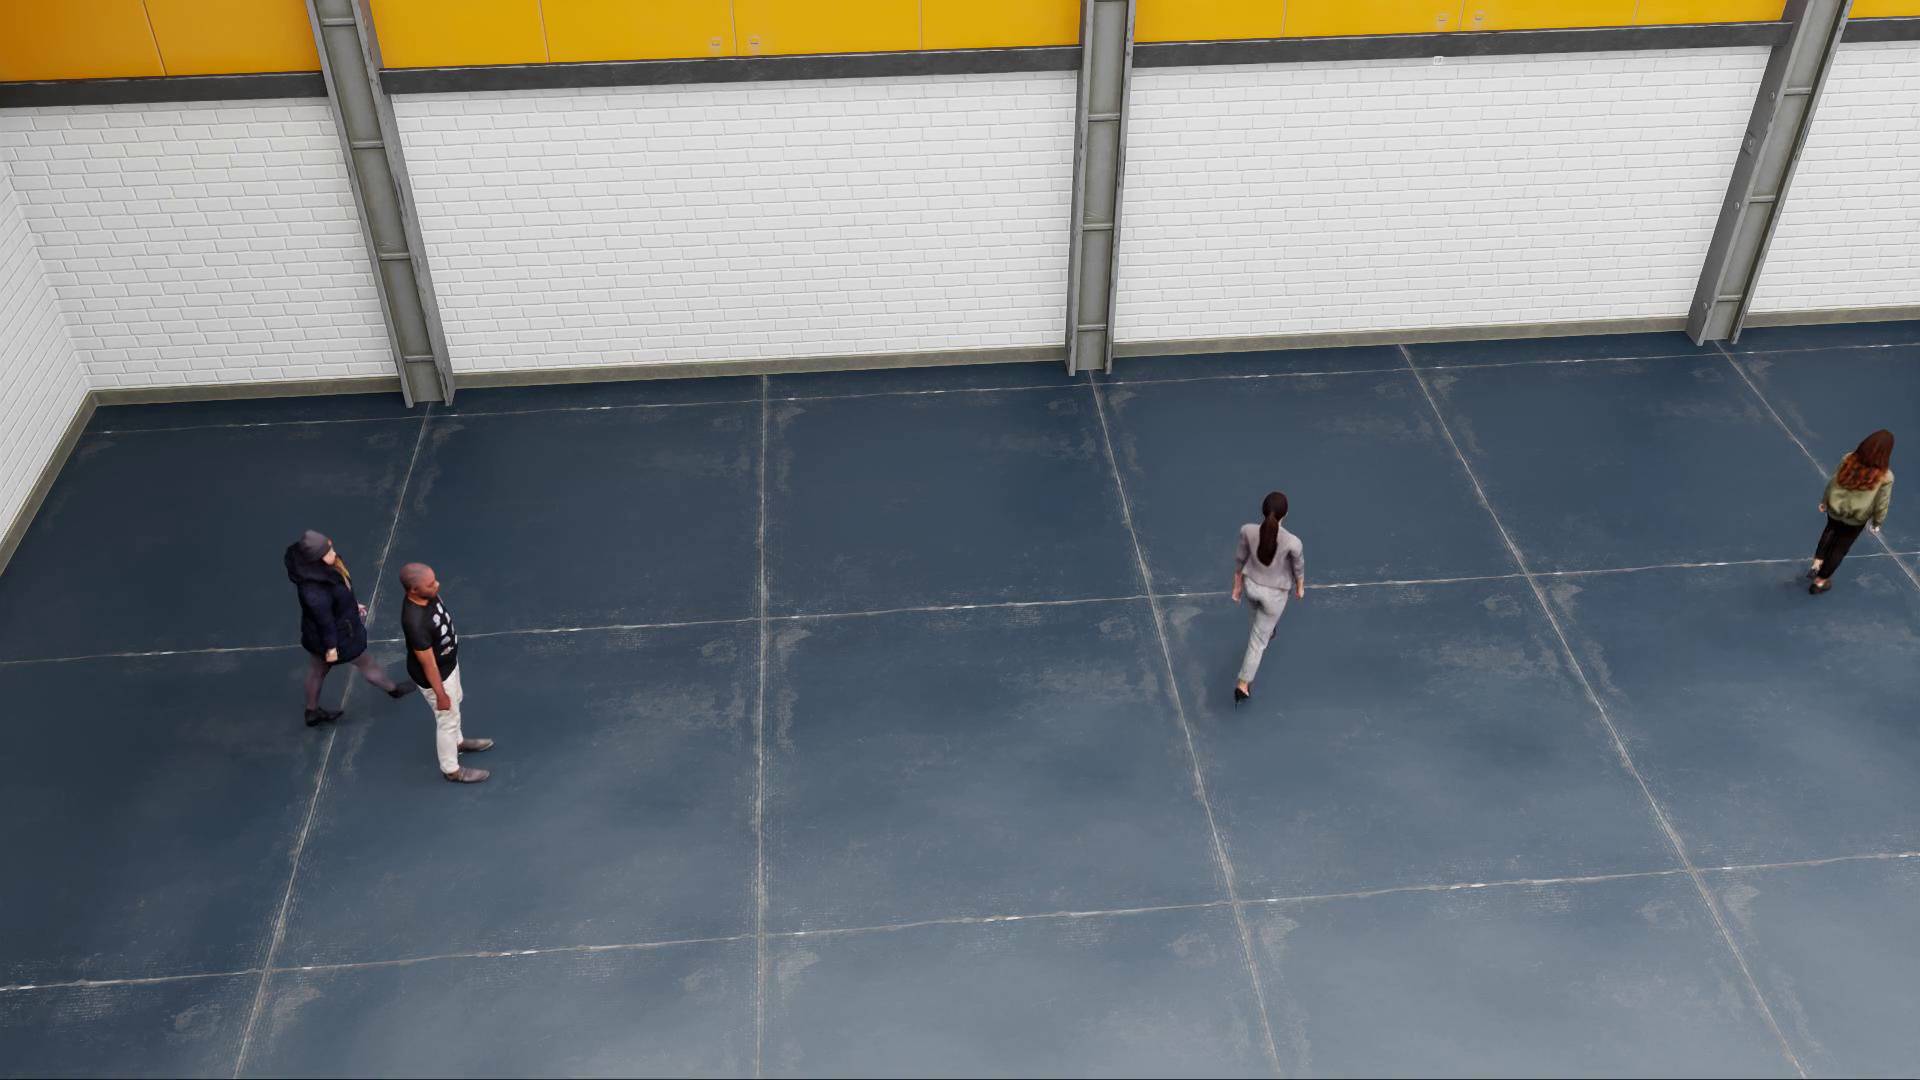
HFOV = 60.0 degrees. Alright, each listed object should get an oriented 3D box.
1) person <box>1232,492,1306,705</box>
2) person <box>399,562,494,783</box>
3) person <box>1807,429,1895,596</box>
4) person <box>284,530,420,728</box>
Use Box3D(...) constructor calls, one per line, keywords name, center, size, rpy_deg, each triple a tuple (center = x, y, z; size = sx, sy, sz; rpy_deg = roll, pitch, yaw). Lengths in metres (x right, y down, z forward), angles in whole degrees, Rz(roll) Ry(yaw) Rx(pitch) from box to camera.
Box3D(name="person", center=(2.096, 0.441, 11.588), size=(1.107, 1.620, 1.109), rpy_deg=(23, 44, 26))
Box3D(name="person", center=(-3.445, 0.852, 10.927), size=(0.620, 1.802, 0.676), rpy_deg=(-6, 39, -8))
Box3D(name="person", center=(6.636, -0.183, 12.493), size=(0.727, 1.465, 0.702), rpy_deg=(-24, 45, -27))
Box3D(name="person", center=(-4.371, 0.637, 11.341), size=(1.167, 1.623, 0.926), rpy_deg=(-18, 42, -21))
